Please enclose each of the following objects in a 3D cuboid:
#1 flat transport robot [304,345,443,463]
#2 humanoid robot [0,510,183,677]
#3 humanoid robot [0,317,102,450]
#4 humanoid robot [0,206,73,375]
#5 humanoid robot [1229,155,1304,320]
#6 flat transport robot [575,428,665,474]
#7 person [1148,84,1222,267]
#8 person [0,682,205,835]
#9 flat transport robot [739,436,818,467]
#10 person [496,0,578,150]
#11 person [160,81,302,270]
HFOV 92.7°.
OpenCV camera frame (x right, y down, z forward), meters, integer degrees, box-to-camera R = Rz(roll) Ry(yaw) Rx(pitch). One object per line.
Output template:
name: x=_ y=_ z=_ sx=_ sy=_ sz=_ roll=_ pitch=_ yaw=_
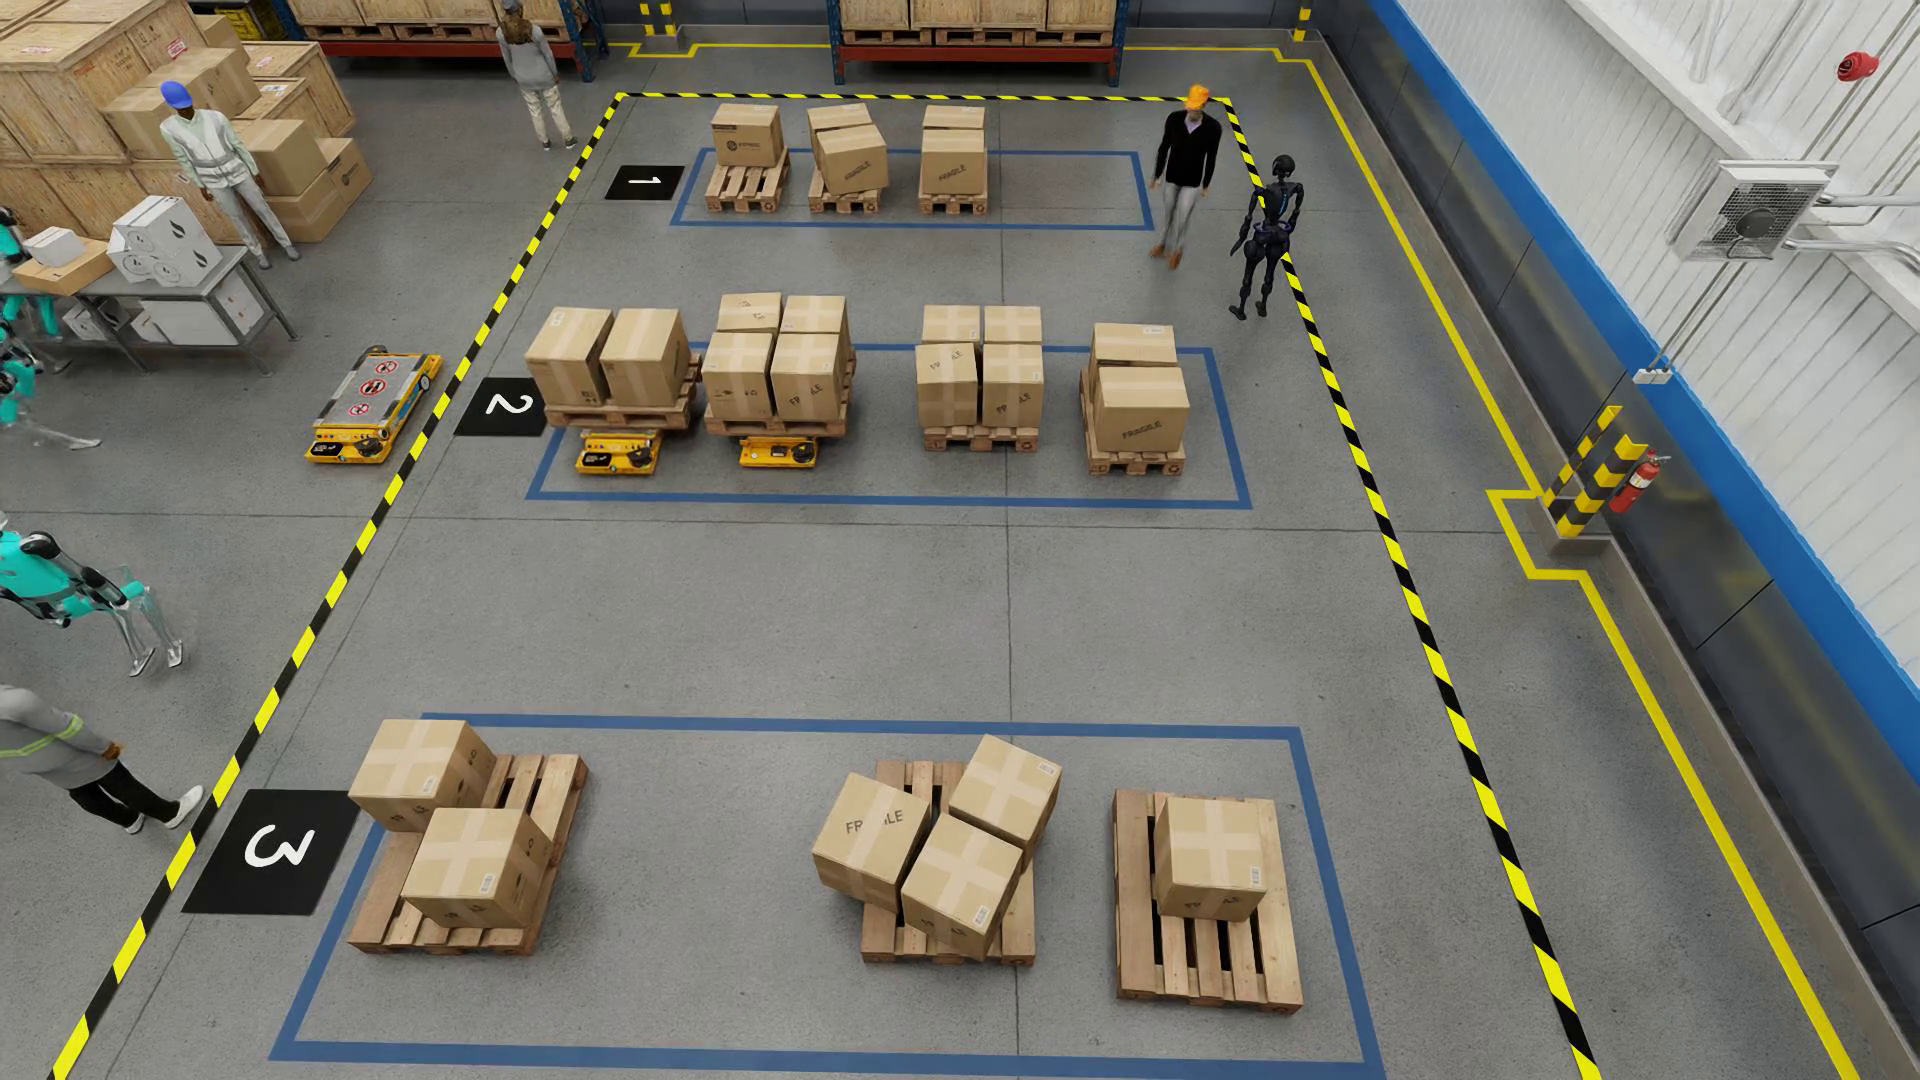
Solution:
flat transport robot: x=-5.383 y=-1.269 z=8.441 sx=0.659 sy=0.231 sz=1.431 roll=1 pitch=50 yaw=1
humanoid robot: x=-5.829 y=0.262 z=6.095 sx=0.533 sy=1.677 sz=0.735 roll=-12 pitch=51 yaw=-10
humanoid robot: x=-8.087 y=-1.348 z=7.613 sx=0.769 sy=1.879 sz=0.545 roll=-7 pitch=50 yaw=-6
humanoid robot: x=-8.583 y=-2.261 z=8.321 sx=0.540 sy=1.724 sz=1.014 roll=0 pitch=50 yaw=0
humanoid robot: x=2.966 y=-2.920 z=8.905 sx=0.599 sy=1.658 sz=0.315 roll=-7 pitch=50 yaw=-6
flat transport robot: x=-2.984 y=-1.181 z=8.348 sx=0.652 sy=0.197 sz=1.431 roll=1 pitch=50 yaw=1
person: x=2.304 y=-3.759 z=9.491 sx=0.590 sy=1.883 sz=0.379 roll=24 pitch=54 yaw=19
person: x=-5.250 y=1.186 z=5.326 sx=0.589 sy=1.852 sz=0.398 roll=-3 pitch=50 yaw=-2
flat transport robot: x=-1.582 y=-1.235 z=8.394 sx=0.652 sy=0.197 sz=1.431 roll=1 pitch=50 yaw=1
person: x=-5.183 y=-5.655 z=11.169 sx=0.574 sy=1.767 sz=0.393 roll=-5 pitch=50 yaw=-4
person: x=-7.543 y=-3.733 z=9.435 sx=0.602 sy=1.939 sz=0.412 roll=-30 pitch=56 yaw=-23
